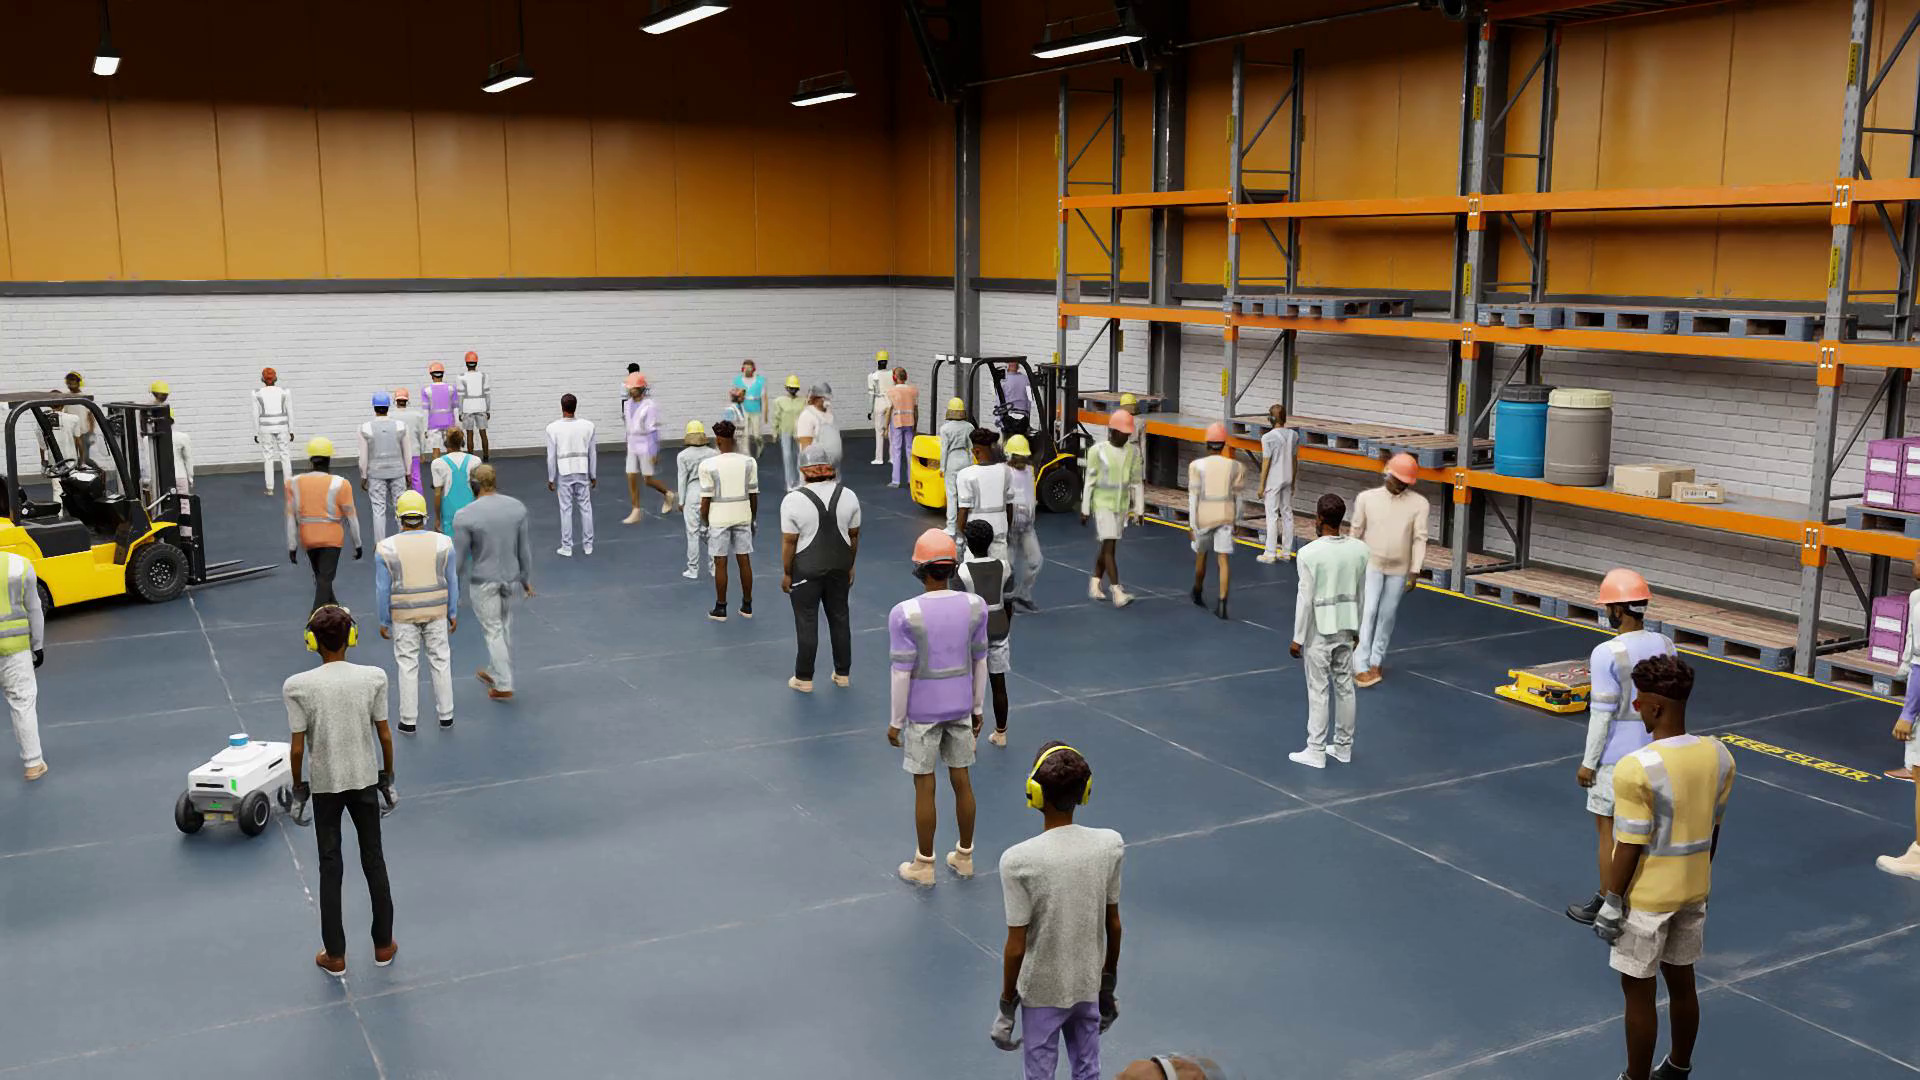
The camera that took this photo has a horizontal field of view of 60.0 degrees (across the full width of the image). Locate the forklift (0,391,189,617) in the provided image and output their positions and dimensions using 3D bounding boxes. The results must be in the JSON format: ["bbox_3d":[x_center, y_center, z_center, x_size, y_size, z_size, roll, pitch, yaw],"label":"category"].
[{"bbox_3d":[-9.026,-0.363,16.508,1.214,2.155,2.313,6,11,29],"label":"forklift"}]

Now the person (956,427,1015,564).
[{"bbox_3d":[0.229,-0.075,15.525,0.602,1.960,0.368,-5,11,-28],"label":"person"}]

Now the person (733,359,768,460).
[{"bbox_3d":[-3.493,-2.145,27.866,0.569,1.818,0.697,1,10,3],"label":"person"}]

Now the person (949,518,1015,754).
[{"bbox_3d":[0.149,0.688,11.899,0.532,1.694,0.319,-5,11,-28],"label":"person"}]

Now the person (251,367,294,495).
[{"bbox_3d":[-10.135,-1.608,24.566,0.574,1.886,0.352,-5,11,-28],"label":"person"}]

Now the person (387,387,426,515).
[{"bbox_3d":[-7.528,-1.192,22.549,0.559,1.752,0.326,-5,11,-28],"label":"person"}]

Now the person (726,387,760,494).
[{"bbox_3d":[-3.398,-1.469,24.588,0.826,1.601,0.525,3,10,19],"label":"person"}]

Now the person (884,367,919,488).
[{"bbox_3d":[-0.886,-1.701,25.235,0.564,1.839,0.390,-5,11,-28],"label":"person"}]

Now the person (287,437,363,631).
[{"bbox_3d":[-5.859,-0.014,15.417,0.608,1.870,0.989,1,10,3],"label":"person"}]

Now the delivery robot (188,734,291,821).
[{"bbox_3d":[-4.519,1.462,10.448,0.477,0.478,0.707,1,10,6],"label":"delivery robot"}]

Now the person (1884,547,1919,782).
[{"bbox_3d":[6.548,0.830,11.259,0.497,1.633,0.289,-5,11,-28],"label":"person"}]

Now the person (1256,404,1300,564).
[{"bbox_3d":[3.652,-0.644,19.146,0.506,1.842,0.346,-5,11,-28],"label":"person"}]

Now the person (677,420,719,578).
[{"bbox_3d":[-2.882,-0.449,18.324,0.484,1.738,0.305,-5,11,-28],"label":"person"}]

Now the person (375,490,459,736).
[{"bbox_3d":[-4.023,0.541,12.348,0.586,1.833,0.403,-5,11,-28],"label":"person"}]

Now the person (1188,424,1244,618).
[{"bbox_3d":[2.534,-0.212,16.548,0.567,1.878,1.002,0,10,-1],"label":"person"}]

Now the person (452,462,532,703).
[{"bbox_3d":[-3.833,0.328,13.319,0.787,1.916,0.659,8,13,40],"label":"person"}]

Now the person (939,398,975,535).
[{"bbox_3d":[-0.046,-0.933,21.092,0.484,1.744,0.295,-5,11,-28],"label":"person"}]

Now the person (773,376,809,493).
[{"bbox_3d":[-2.469,-1.566,24.726,0.552,1.729,0.799,-4,11,-21],"label":"person"}]

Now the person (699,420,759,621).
[{"bbox_3d":[-2.251,-0.191,16.193,0.602,1.960,0.368,-5,11,-28],"label":"person"}]

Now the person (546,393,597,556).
[{"bbox_3d":[-4.580,-0.770,19.649,0.591,1.920,0.393,-5,11,-28],"label":"person"}]

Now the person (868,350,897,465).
[{"bbox_3d":[-1.290,-2.223,27.987,0.585,1.927,0.366,-5,11,-28],"label":"person"}]

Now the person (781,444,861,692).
[{"bbox_3d":[-1.182,0.214,13.633,0.679,2.000,0.537,-5,11,-28],"label":"person"}]

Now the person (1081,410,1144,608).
[{"bbox_3d":[1.599,-0.308,16.785,0.630,1.986,1.033,-5,11,-28],"label":"person"}]

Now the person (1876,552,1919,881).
[{"bbox_3d":[5.573,0.931,9.499,0.606,2.044,0.374,-5,11,-28],"label":"person"}]

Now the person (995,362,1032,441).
[{"bbox_3d":[0.840,-1.993,26.726,0.640,1.909,0.409,-5,11,-28],"label":"person"}]

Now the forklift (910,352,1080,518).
[{"bbox_3d":[0.460,-1.461,22.833,2.313,2.155,1.214,-5,11,-28],"label":"forklift"}]

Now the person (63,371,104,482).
[{"bbox_3d":[-12.936,-1.579,24.528,0.584,1.842,0.597,1,10,5],"label":"person"}]

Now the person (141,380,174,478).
[{"bbox_3d":[-11.569,-1.434,23.972,0.668,1.742,0.529,3,10,14],"label":"person"}]

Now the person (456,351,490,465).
[{"bbox_3d":[-8.075,-2.165,27.625,0.542,1.938,0.357,-5,11,-28],"label":"person"}]

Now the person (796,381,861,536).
[{"bbox_3d":[-1.780,-1.038,20.838,1.077,2.000,0.688,6,12,32],"label":"person"}]

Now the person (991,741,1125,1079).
[{"bbox_3d":[0.348,1.631,5.967,0.508,1.872,0.329,-5,11,-28],"label":"person"}]

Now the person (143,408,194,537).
[{"bbox_3d":[-9.409,-0.722,19.815,0.522,1.768,0.311,-5,11,-28],"label":"person"}]

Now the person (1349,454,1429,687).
[{"bbox_3d":[3.513,0.258,13.682,0.643,1.933,0.861,1,10,8],"label":"person"}]

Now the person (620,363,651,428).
[{"bbox_3d":[-5.526,-2.172,28.362,0.532,1.694,0.319,-5,11,-28],"label":"person"}]

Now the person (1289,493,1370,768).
[{"bbox_3d":[2.567,0.632,11.577,0.591,1.920,0.393,-5,11,-28],"label":"person"}]

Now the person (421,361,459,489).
[{"bbox_3d":[-7.848,-1.728,25.128,0.542,1.931,0.366,-5,11,-28],"label":"person"}]

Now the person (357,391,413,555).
[{"bbox_3d":[-6.766,-0.778,19.608,0.601,1.948,0.386,-5,11,-28],"label":"person"}]

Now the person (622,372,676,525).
[{"bbox_3d":[-4.160,-1.226,22.020,0.605,2.021,0.788,7,12,34],"label":"person"}]

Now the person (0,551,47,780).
[{"bbox_3d":[-6.509,0.738,11.203,0.624,1.840,0.429,-5,11,-28],"label":"person"}]

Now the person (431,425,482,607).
[{"bbox_3d":[-5.062,-0.239,16.806,0.506,1.846,0.346,-5,11,-28],"label":"person"}]

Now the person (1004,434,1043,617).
[{"bbox_3d":[0.580,-0.131,16.280,0.515,1.810,0.596,10,14,44],"label":"person"}]

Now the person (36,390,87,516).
[{"bbox_3d":[-11.268,-0.959,20.896,0.508,1.865,0.329,-5,11,-28],"label":"person"}]

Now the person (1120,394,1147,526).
[{"bbox_3d":[2.206,-1.046,21.759,0.484,1.738,0.305,-5,11,-28],"label":"person"}]

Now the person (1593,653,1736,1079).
[{"bbox_3d":[2.872,1.431,6.855,0.602,1.960,0.368,-5,11,-28],"label":"person"}]

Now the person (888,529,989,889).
[{"bbox_3d":[-0.137,0.949,9.395,0.606,2.044,0.374,-5,11,-28],"label":"person"}]

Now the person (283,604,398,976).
[{"bbox_3d":[-3.066,1.233,8.275,0.508,1.865,0.329,-5,11,-28],"label":"person"}]

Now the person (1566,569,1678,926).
[{"bbox_3d":[3.490,1.106,8.813,0.542,1.931,0.366,-5,11,-28],"label":"person"}]

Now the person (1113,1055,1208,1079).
[{"bbox_3d":[0.366,2.032,3.767,0.757,1.820,0.641,-2,10,-12],"label":"person"}]
